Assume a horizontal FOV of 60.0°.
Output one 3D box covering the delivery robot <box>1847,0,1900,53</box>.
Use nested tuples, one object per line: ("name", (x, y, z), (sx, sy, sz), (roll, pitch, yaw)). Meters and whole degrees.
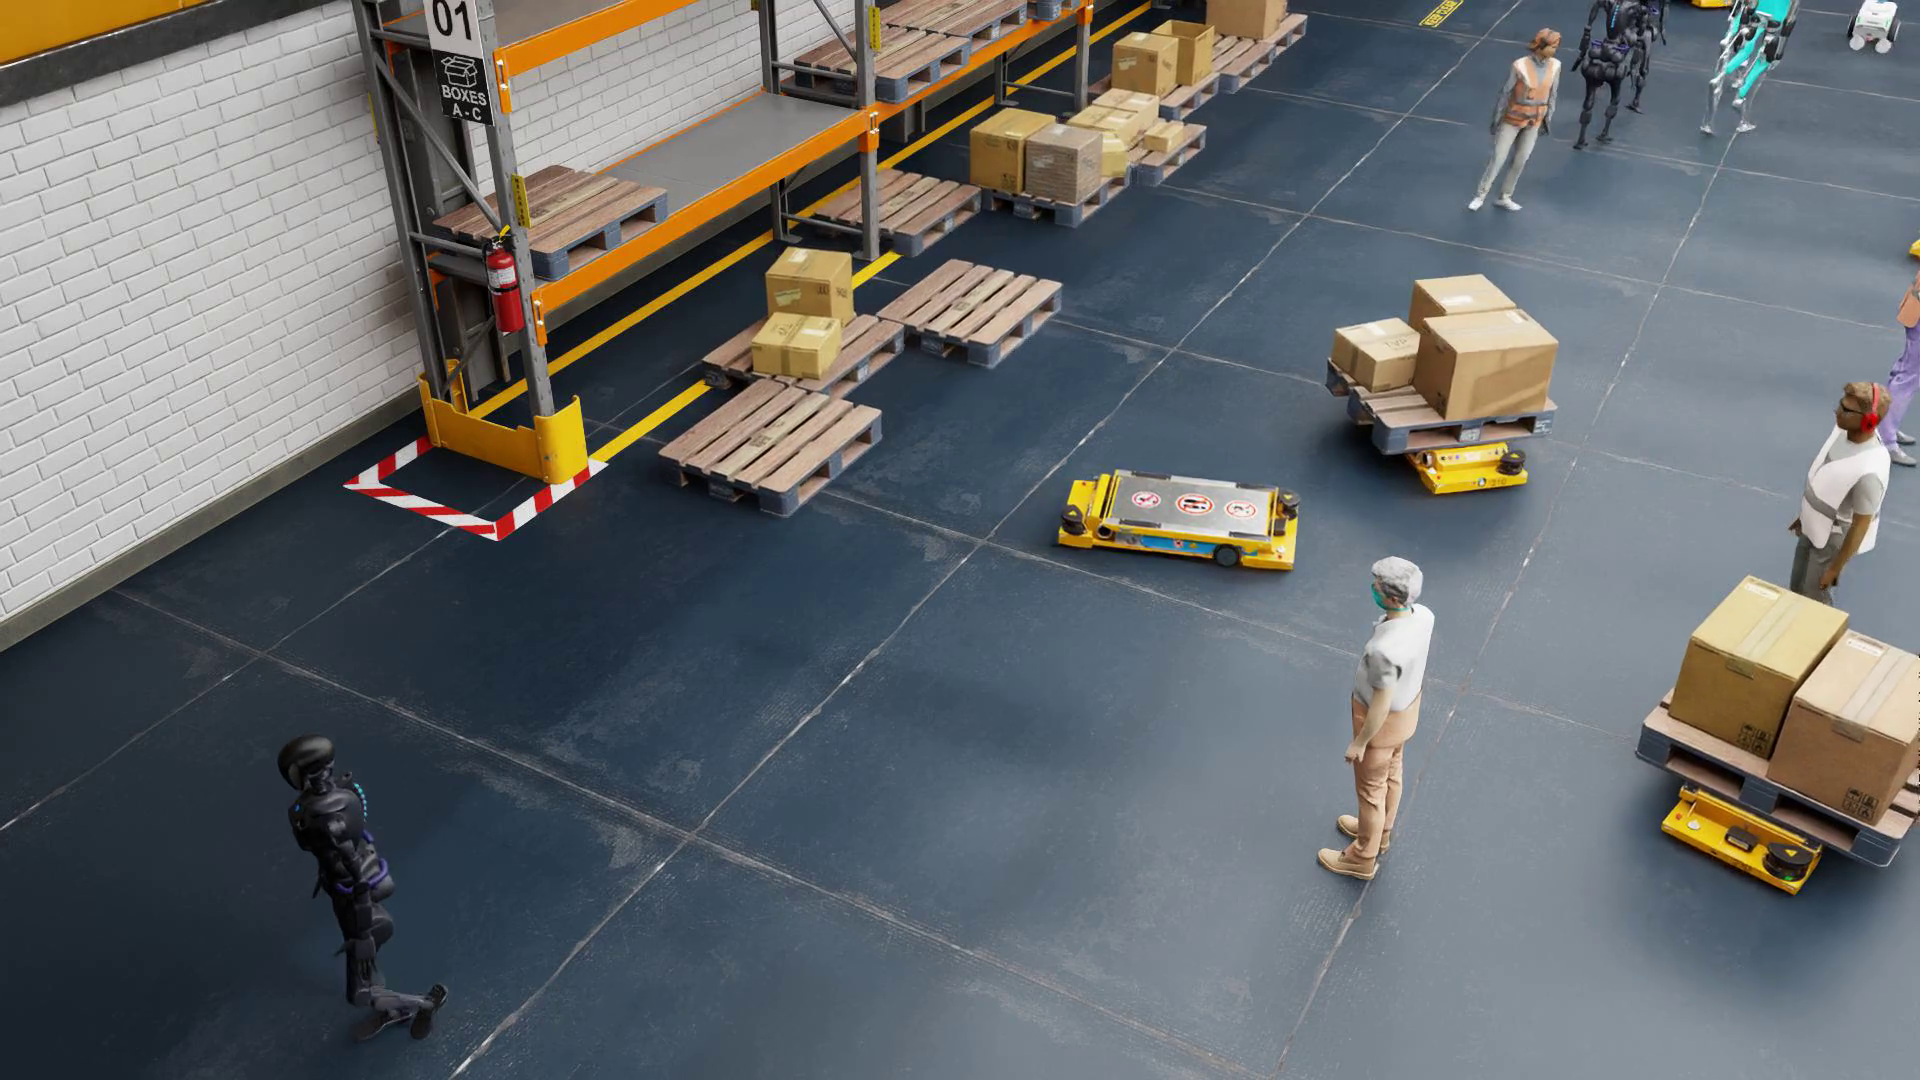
("delivery robot", (10.301, -5.824, 18.717), (0.518, 0.613, 0.784), (19, 38, 26))

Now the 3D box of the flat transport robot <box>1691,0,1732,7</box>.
("flat transport robot", (9.092, -6.872, 20.545), (0.659, 0.231, 1.431), (-5, 34, -7))

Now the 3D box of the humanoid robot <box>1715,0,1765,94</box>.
("humanoid robot", (8.018, -5.326, 16.930), (0.532, 1.771, 1.019), (24, 40, 31))

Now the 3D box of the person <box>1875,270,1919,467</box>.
("person", (6.298, -1.391, 10.825), (0.388, 1.843, 0.564), (15, 36, 22))

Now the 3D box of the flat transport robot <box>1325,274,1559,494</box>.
("flat transport robot", (3.227, -0.778, 11.325), (0.659, 0.231, 1.431), (-7, 34, -10))

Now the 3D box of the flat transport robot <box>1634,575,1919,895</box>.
("flat transport robot", (4.145, 1.194, 8.341), (0.659, 0.231, 1.431), (27, 42, 35))

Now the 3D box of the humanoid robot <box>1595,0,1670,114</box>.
("humanoid robot", (6.809, -5.177, 16.743), (0.610, 1.639, 0.741), (-10, 35, -14))

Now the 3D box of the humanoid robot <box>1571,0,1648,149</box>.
("humanoid robot", (6.129, -4.550, 15.764), (0.613, 1.642, 0.452), (21, 39, 29))

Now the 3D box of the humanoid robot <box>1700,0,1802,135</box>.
("humanoid robot", (7.521, -4.671, 15.929), (0.998, 1.775, 0.553), (-21, 39, -29))

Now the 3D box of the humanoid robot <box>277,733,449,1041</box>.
("humanoid robot", (-2.422, 1.407, 6.743), (0.410, 1.640, 0.609), (-21, 39, -29))

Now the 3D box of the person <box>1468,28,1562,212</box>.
("person", (4.838, -3.612, 14.400), (0.614, 1.607, 0.317), (-8, 34, -12))

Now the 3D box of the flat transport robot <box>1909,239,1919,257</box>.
("flat transport robot", (8.676, -2.611, 14.099), (1.431, 0.231, 0.659), (-28, 43, -36))

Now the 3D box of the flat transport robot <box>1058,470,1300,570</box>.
("flat transport robot", (1.370, -0.134, 10.351), (1.431, 0.231, 0.659), (7, 34, 10))

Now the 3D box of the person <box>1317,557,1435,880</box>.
("person", (1.917, 0.812, 7.584), (0.319, 1.740, 0.482), (21, 39, 28))

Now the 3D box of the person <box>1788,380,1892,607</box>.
("person", (4.561, -0.006, 8.731), (0.373, 1.840, 0.569), (6, 34, 8))
